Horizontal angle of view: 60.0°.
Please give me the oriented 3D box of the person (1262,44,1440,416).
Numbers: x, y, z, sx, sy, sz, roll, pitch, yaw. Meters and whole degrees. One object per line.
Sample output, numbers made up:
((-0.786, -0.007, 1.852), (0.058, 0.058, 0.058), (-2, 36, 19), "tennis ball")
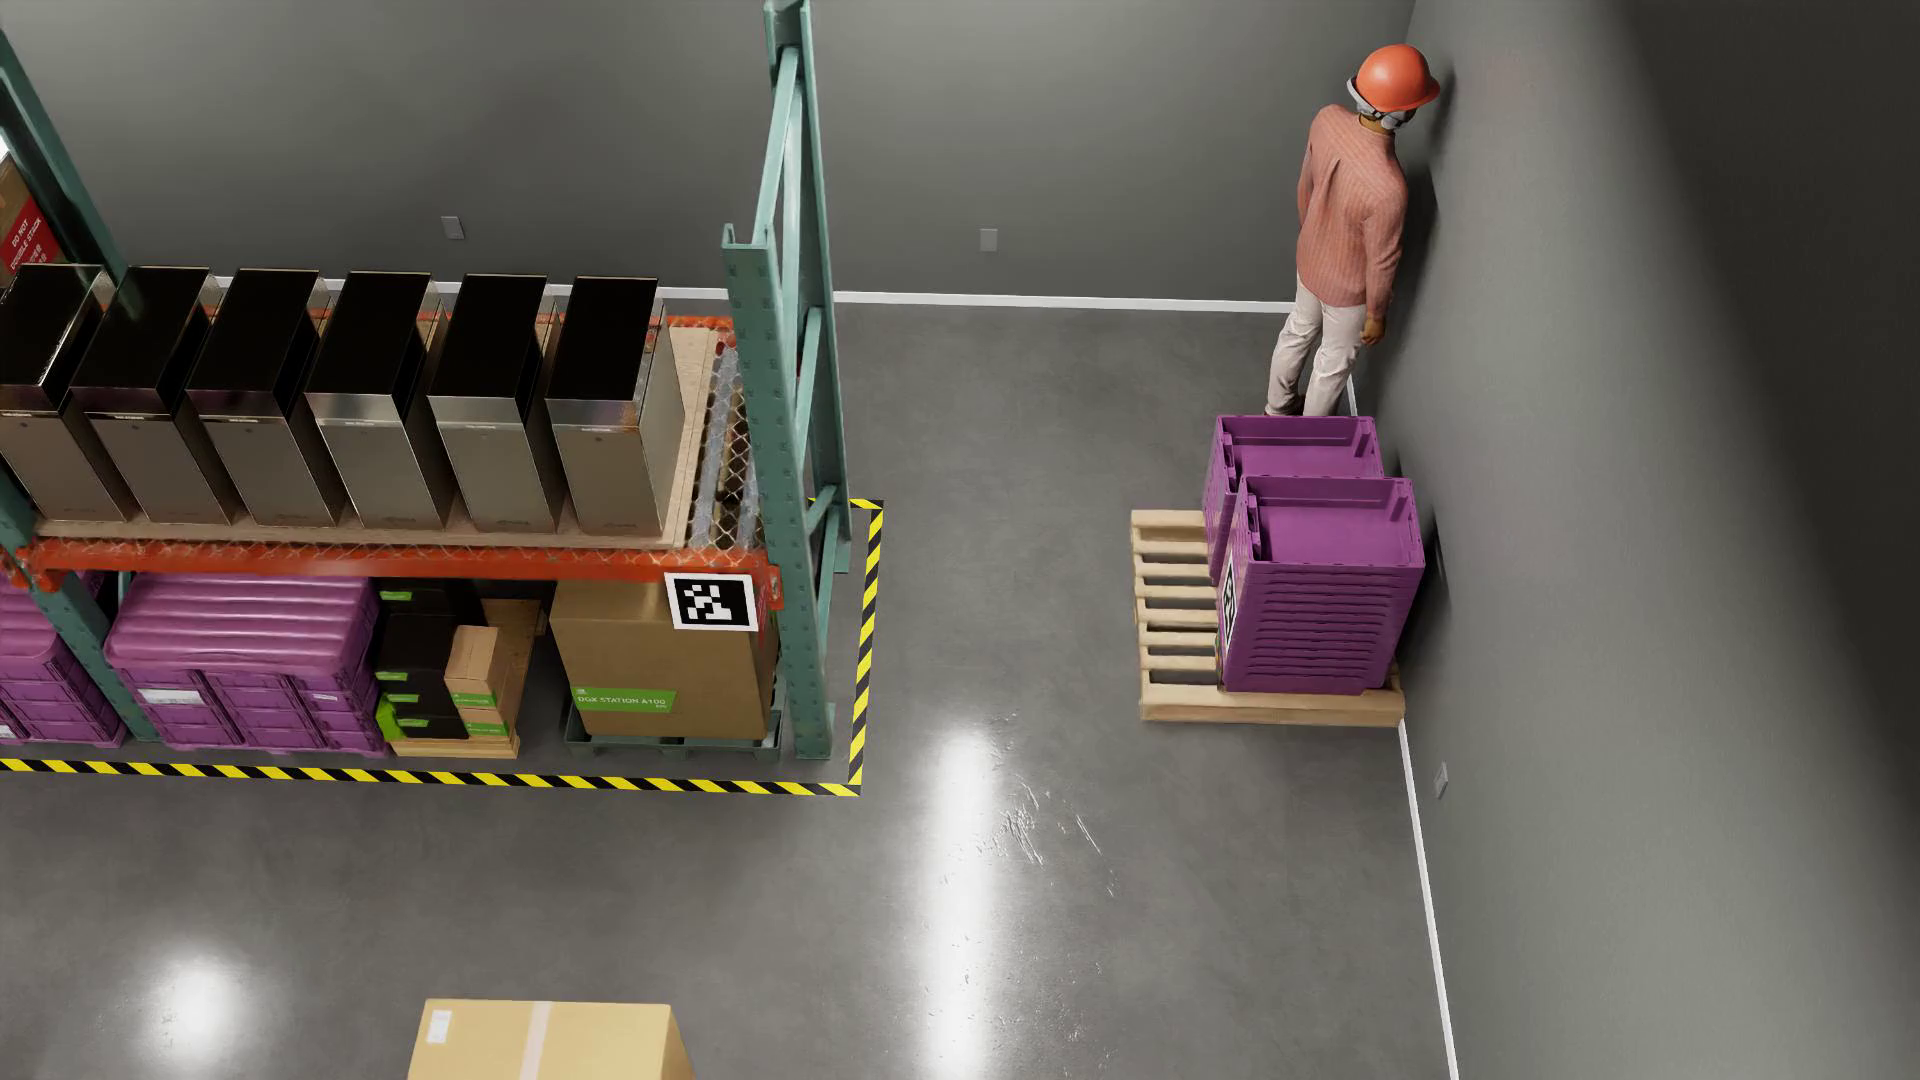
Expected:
((1.504, -1.061, 6.492), (0.378, 1.996, 0.611), (-17, 54, -13), "person")
